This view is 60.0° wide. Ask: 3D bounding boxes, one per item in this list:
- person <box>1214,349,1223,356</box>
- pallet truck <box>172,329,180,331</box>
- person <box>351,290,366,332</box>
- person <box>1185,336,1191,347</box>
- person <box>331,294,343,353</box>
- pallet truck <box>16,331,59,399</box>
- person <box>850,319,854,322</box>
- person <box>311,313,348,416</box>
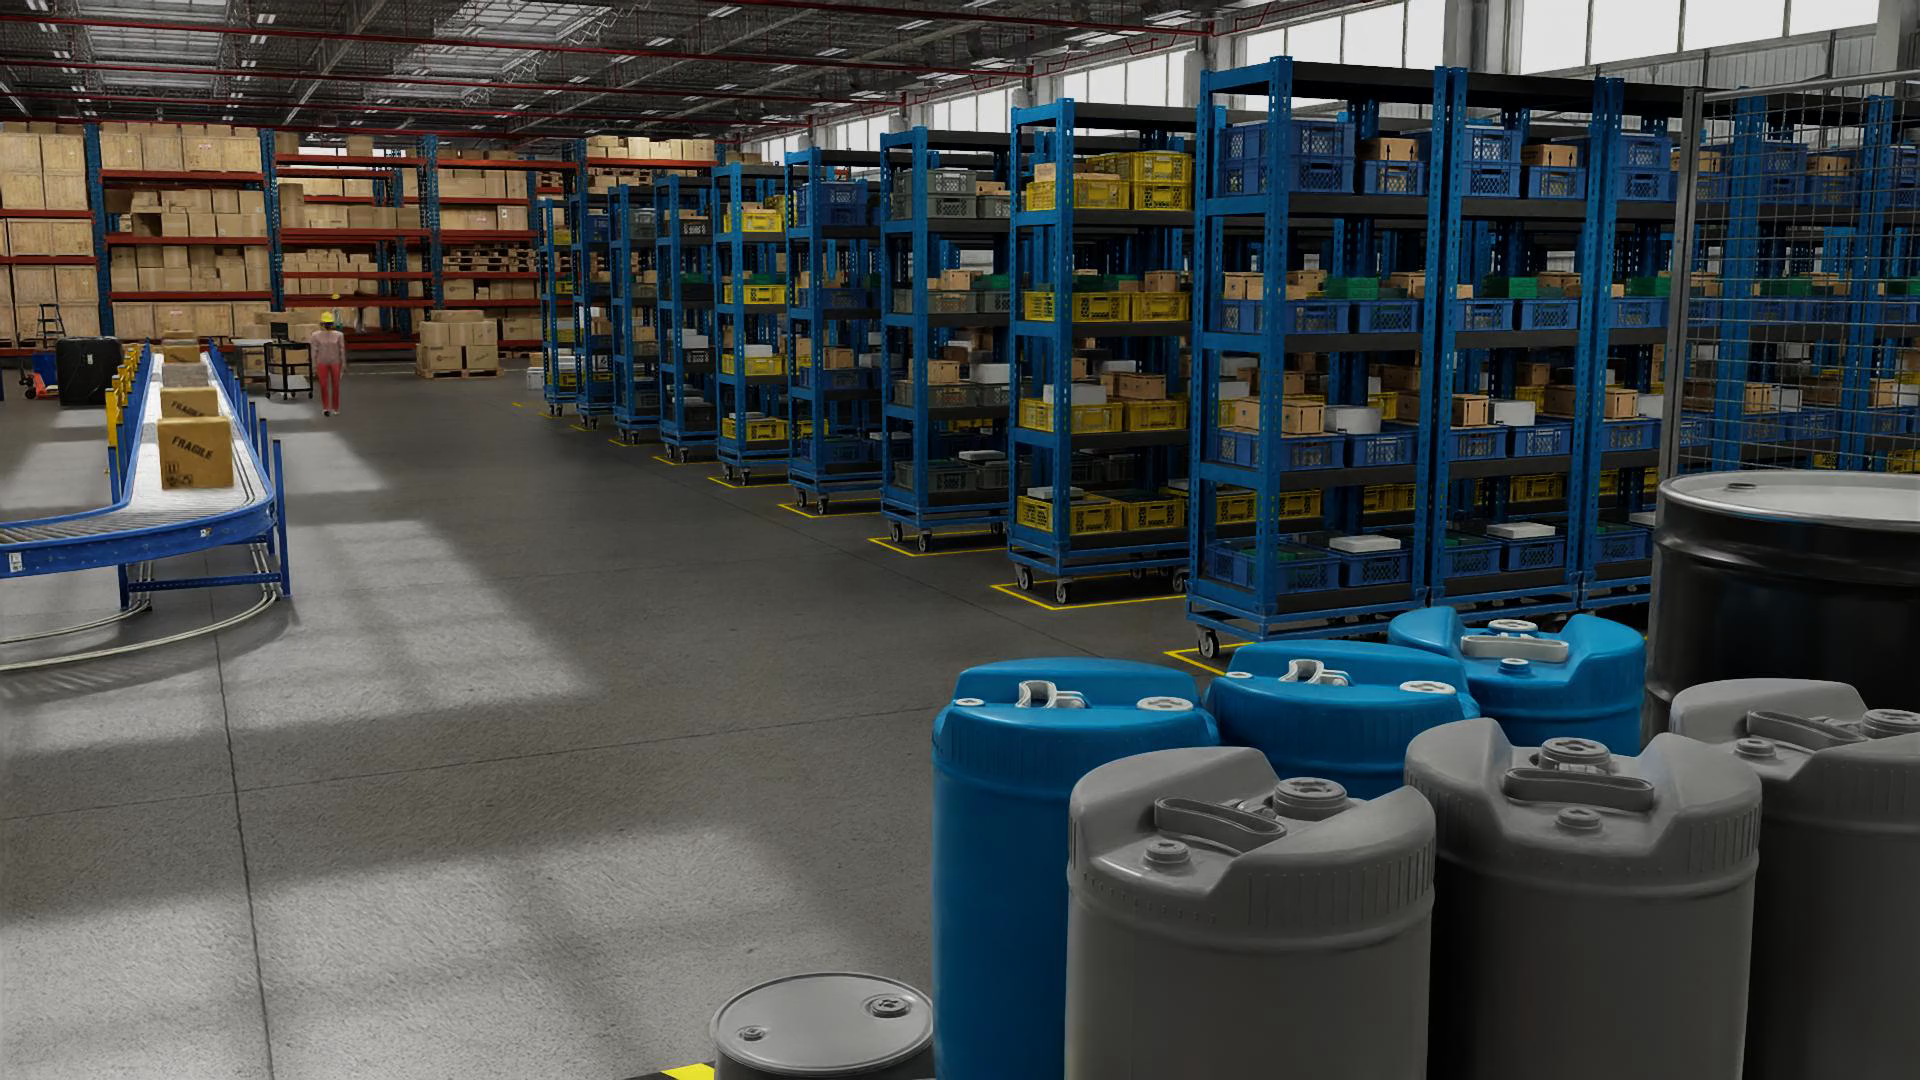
[{"bbox_3d":[3.823,-2.641,25.775,0.673,1.809,0.615,-6,11,-31],"label":"person"},{"bbox_3d":[-17.275,-3.851,35.096,1.601,1.201,0.680,0,9,1],"label":"pallet truck"},{"bbox_3d":[-19.686,-7.292,54.576,0.598,1.829,0.643,-3,10,-21],"label":"person"},{"bbox_3d":[3.379,-2.427,23.937,0.636,1.973,0.513,-9,13,-43],"label":"person"},{"bbox_3d":[-18.489,-6.425,49.389,0.300,1.772,0.532,-5,10,-27],"label":"person"},{"bbox_3d":[-17.082,-3.353,31.781,1.630,1.274,0.653,-4,10,-25],"label":"pallet truck"},{"bbox_3d":[-3.450,-6.990,52.986,0.575,1.734,0.593,-6,11,-34],"label":"person"},{"bbox_3d":[-10.549,-2.928,27.830,0.565,1.721,0.895,-4,10,-24],"label":"person"}]
